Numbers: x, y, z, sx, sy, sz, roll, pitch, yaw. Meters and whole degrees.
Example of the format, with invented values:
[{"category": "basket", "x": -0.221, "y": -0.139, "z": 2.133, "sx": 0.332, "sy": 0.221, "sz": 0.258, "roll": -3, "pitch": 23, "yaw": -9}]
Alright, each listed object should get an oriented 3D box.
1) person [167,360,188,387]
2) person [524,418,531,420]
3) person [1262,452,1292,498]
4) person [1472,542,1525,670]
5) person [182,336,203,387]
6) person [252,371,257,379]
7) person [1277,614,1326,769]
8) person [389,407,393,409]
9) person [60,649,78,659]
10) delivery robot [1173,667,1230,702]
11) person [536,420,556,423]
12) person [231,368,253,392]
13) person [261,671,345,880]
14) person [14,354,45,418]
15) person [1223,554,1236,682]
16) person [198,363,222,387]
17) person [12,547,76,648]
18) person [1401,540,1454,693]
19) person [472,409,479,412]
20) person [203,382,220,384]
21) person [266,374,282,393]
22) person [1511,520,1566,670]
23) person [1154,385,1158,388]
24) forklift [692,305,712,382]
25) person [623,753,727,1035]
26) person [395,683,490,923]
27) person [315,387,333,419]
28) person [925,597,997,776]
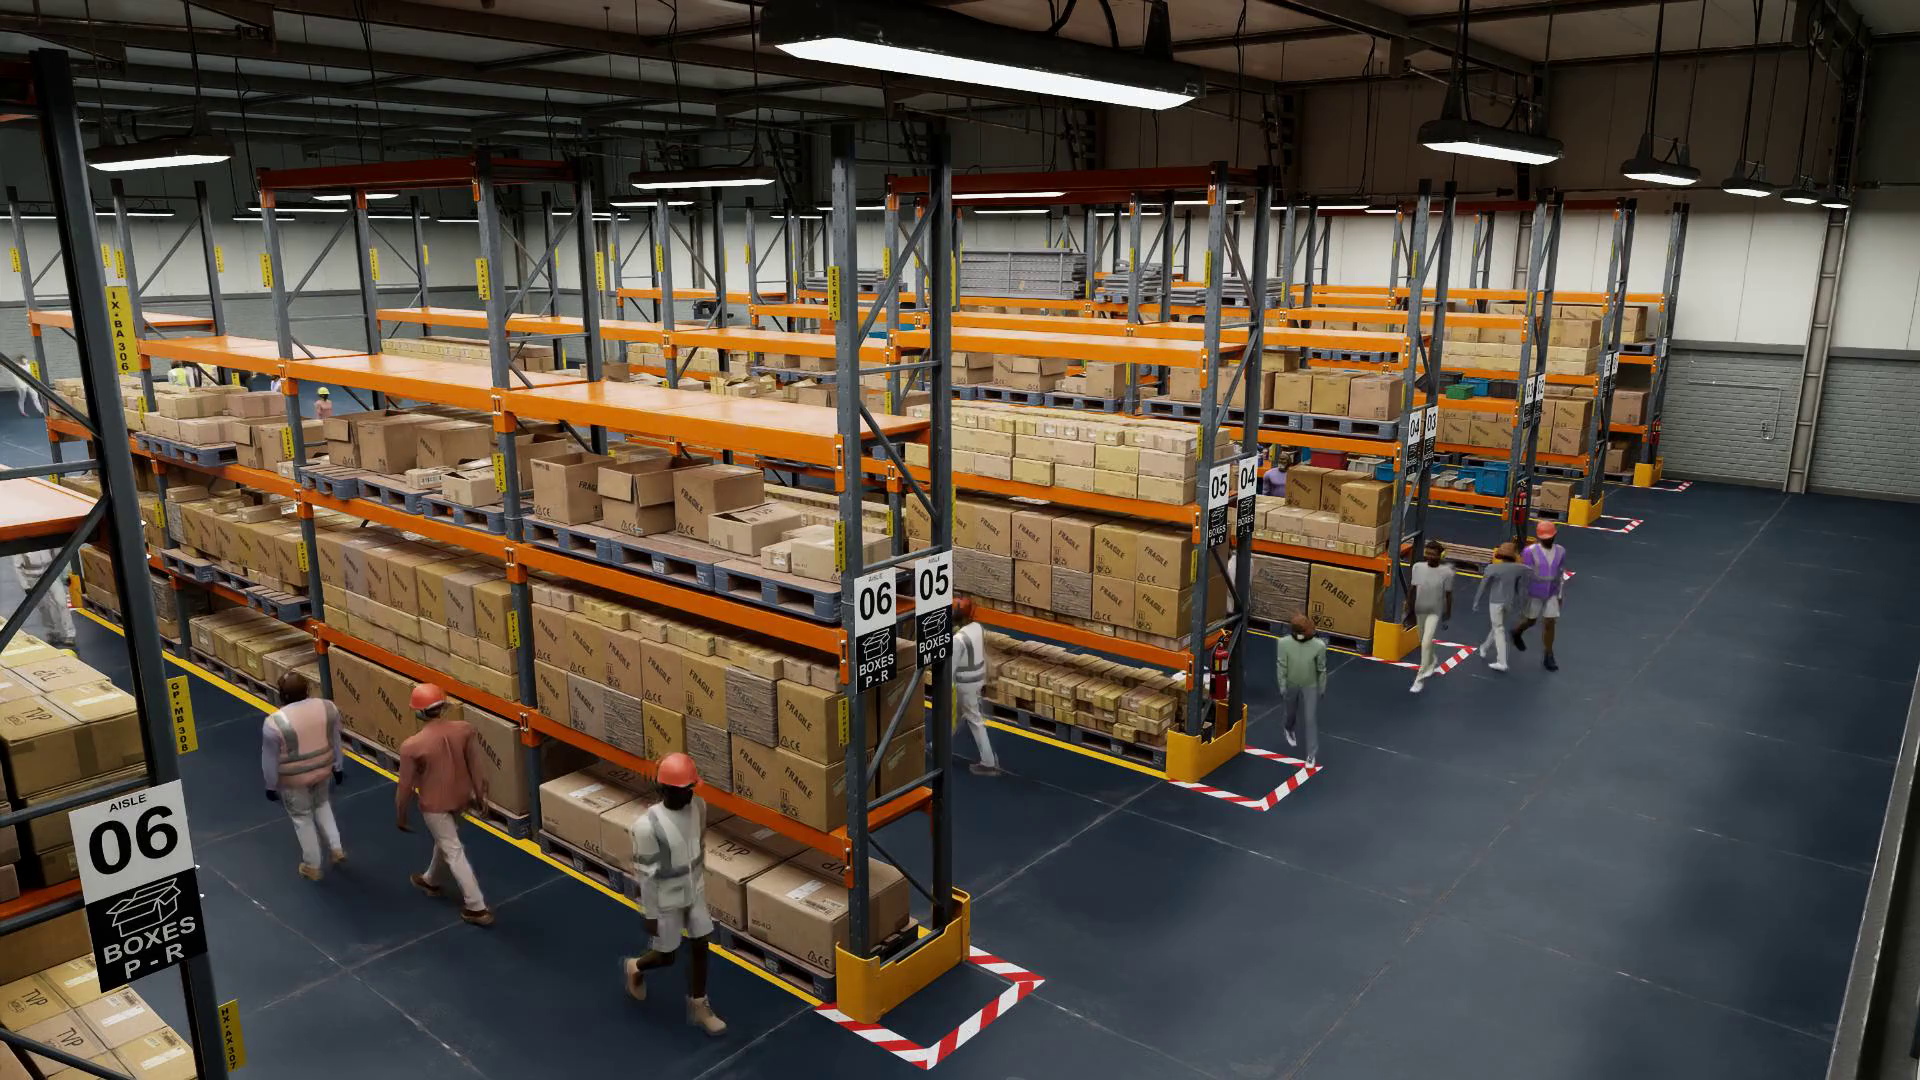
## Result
[{"category": "person", "x": -22.751, "y": -4.312, "z": 36.572, "sx": 0.640, "sy": 1.819, "sz": 0.652, "roll": 4, "pitch": 14, "yaw": 18}, {"category": "person", "x": -10.685, "y": -2.999, "z": 30.908, "sx": 0.387, "sy": 1.948, "sz": 0.602, "roll": -6, "pitch": 15, "yaw": -23}, {"category": "person", "x": 5.250, "y": -0.485, "z": 20.590, "sx": 0.629, "sy": 1.937, "sz": 0.379, "roll": 2, "pitch": 14, "yaw": 10}, {"category": "person", "x": 6.828, "y": 0.808, "z": 15.989, "sx": 0.578, "sy": 1.574, "sz": 0.801, "roll": -1, "pitch": 14, "yaw": -4}, {"category": "person", "x": -26.165, "y": -5.931, "z": 42.882, "sx": 0.400, "sy": 1.987, "sz": 0.612, "roll": 10, "pitch": 17, "yaw": 34}, {"category": "person", "x": -27.086, "y": -6.851, "z": 47.501, "sx": 0.886, "sy": 1.600, "sz": 0.526, "roll": -9, "pitch": 16, "yaw": -32}, {"category": "person", "x": 3.560, "y": 1.498, "z": 13.152, "sx": 0.505, "sy": 1.588, "sz": 0.742, "roll": 4, "pitch": 14, "yaw": 17}, {"category": "person", "x": -13.749, "y": -2.723, "z": 30.457, "sx": 0.777, "sy": 1.597, "sz": 0.541, "roll": -2, "pitch": 14, "yaw": -7}, {"category": "person", "x": -8.051, "y": 1.833, "z": 11.481, "sx": 0.483, "sy": 1.737, "sz": 0.320, "roll": 3, "pitch": 14, "yaw": 14}, {"category": "delivery robot", "x": 2.790, "y": 1.691, "z": 14.412, "sx": 0.707, "sy": 0.478, "sz": 0.477, "roll": 13, "pitch": 19, "yaw": 43}, {"category": "person", "x": -8.740, "y": -1.966, "z": 26.745, "sx": 0.748, "sy": 1.913, "sz": 0.544, "roll": 8, "pitch": 16, "yaw": 30}, {"category": "person", "x": -22.657, "y": -5.164, "z": 39.709, "sx": 0.702, "sy": 2.000, "sz": 0.537, "roll": -12, "pitch": 18, "yaw": -39}, {"category": "person", "x": -5.551, "y": 1.989, "z": 10.654, "sx": 0.444, "sy": 1.830, "sz": 0.628, "roll": 8, "pitch": 16, "yaw": 30}, {"category": "person", "x": -27.785, "y": -4.575, "z": 37.520, "sx": 1.033, "sy": 1.884, "sz": 0.632, "roll": 4, "pitch": 14, "yaw": 16}, {"category": "person", "x": 3.159, "y": 0.847, "z": 15.209, "sx": 0.619, "sy": 1.886, "sz": 0.619, "roll": 12, "pitch": 18, "yaw": 40}, {"category": "person", "x": -23.193, "y": -4.905, "z": 39.029, "sx": 0.645, "sy": 1.813, "sz": 0.665, "roll": -3, "pitch": 14, "yaw": -13}, {"category": "person", "x": -12.067, "y": 0.534, "z": 16.605, "sx": 0.617, "sy": 1.831, "sz": 0.958, "roll": -13, "pitch": 19, "yaw": -43}, {"category": "person", "x": 5.700, "y": 0.862, "z": 15.280, "sx": 0.521, "sy": 1.838, "sz": 0.903, "roll": 12, "pitch": 18, "yaw": 41}, {"category": "person", "x": -12.077, "y": -2.976, "z": 30.960, "sx": 0.980, "sy": 1.880, "sz": 0.591, "roll": 9, "pitch": 16, "yaw": 31}, {"category": "person", "x": -23.853, "y": -5.172, "z": 40.109, "sx": 0.403, "sy": 1.823, "sz": 0.591, "roll": 6, "pitch": 15, "yaw": 24}, {"category": "person", "x": -17.649, "y": -3.466, "z": 32.628, "sx": 0.612, "sy": 2.041, "sz": 0.394, "roll": 10, "pitch": 17, "yaw": 35}, {"category": "person", "x": 7.375, "y": 0.639, "z": 16.038, "sx": 0.564, "sy": 1.911, "sz": 0.761, "roll": -1, "pitch": 14, "yaw": -4}, {"category": "person", "x": 4.947, "y": -3.142, "z": 31.539, "sx": 0.366, "sy": 1.927, "sz": 0.585, "roll": 12, "pitch": 18, "yaw": 40}, {"category": "forklift", "x": -9.511, "y": -7.392, "z": 47.124, "sx": 1.873, "sy": 2.768, "sz": 1.129, "roll": 11, "pitch": 17, "yaw": 38}, {"category": "person", "x": -1.982, "y": 2.381, "z": 8.620, "sx": 0.778, "sy": 2.020, "sz": 0.612, "roll": 10, "pitch": 17, "yaw": 36}, {"category": "person", "x": -4.164, "y": 2.077, "z": 10.064, "sx": 1.053, "sy": 1.935, "sz": 0.629, "roll": 9, "pitch": 16, "yaw": 32}, {"category": "person", "x": -15.656, "y": -2.906, "z": 31.007, "sx": 0.901, "sy": 1.735, "sz": 0.528, "roll": 6, "pitch": 15, "yaw": 23}, {"category": "person", "x": -0.033, "y": 1.466, "z": 12.765, "sx": 0.965, "sy": 1.831, "sz": 0.609, "roll": 6, "pitch": 15, "yaw": 23}]
